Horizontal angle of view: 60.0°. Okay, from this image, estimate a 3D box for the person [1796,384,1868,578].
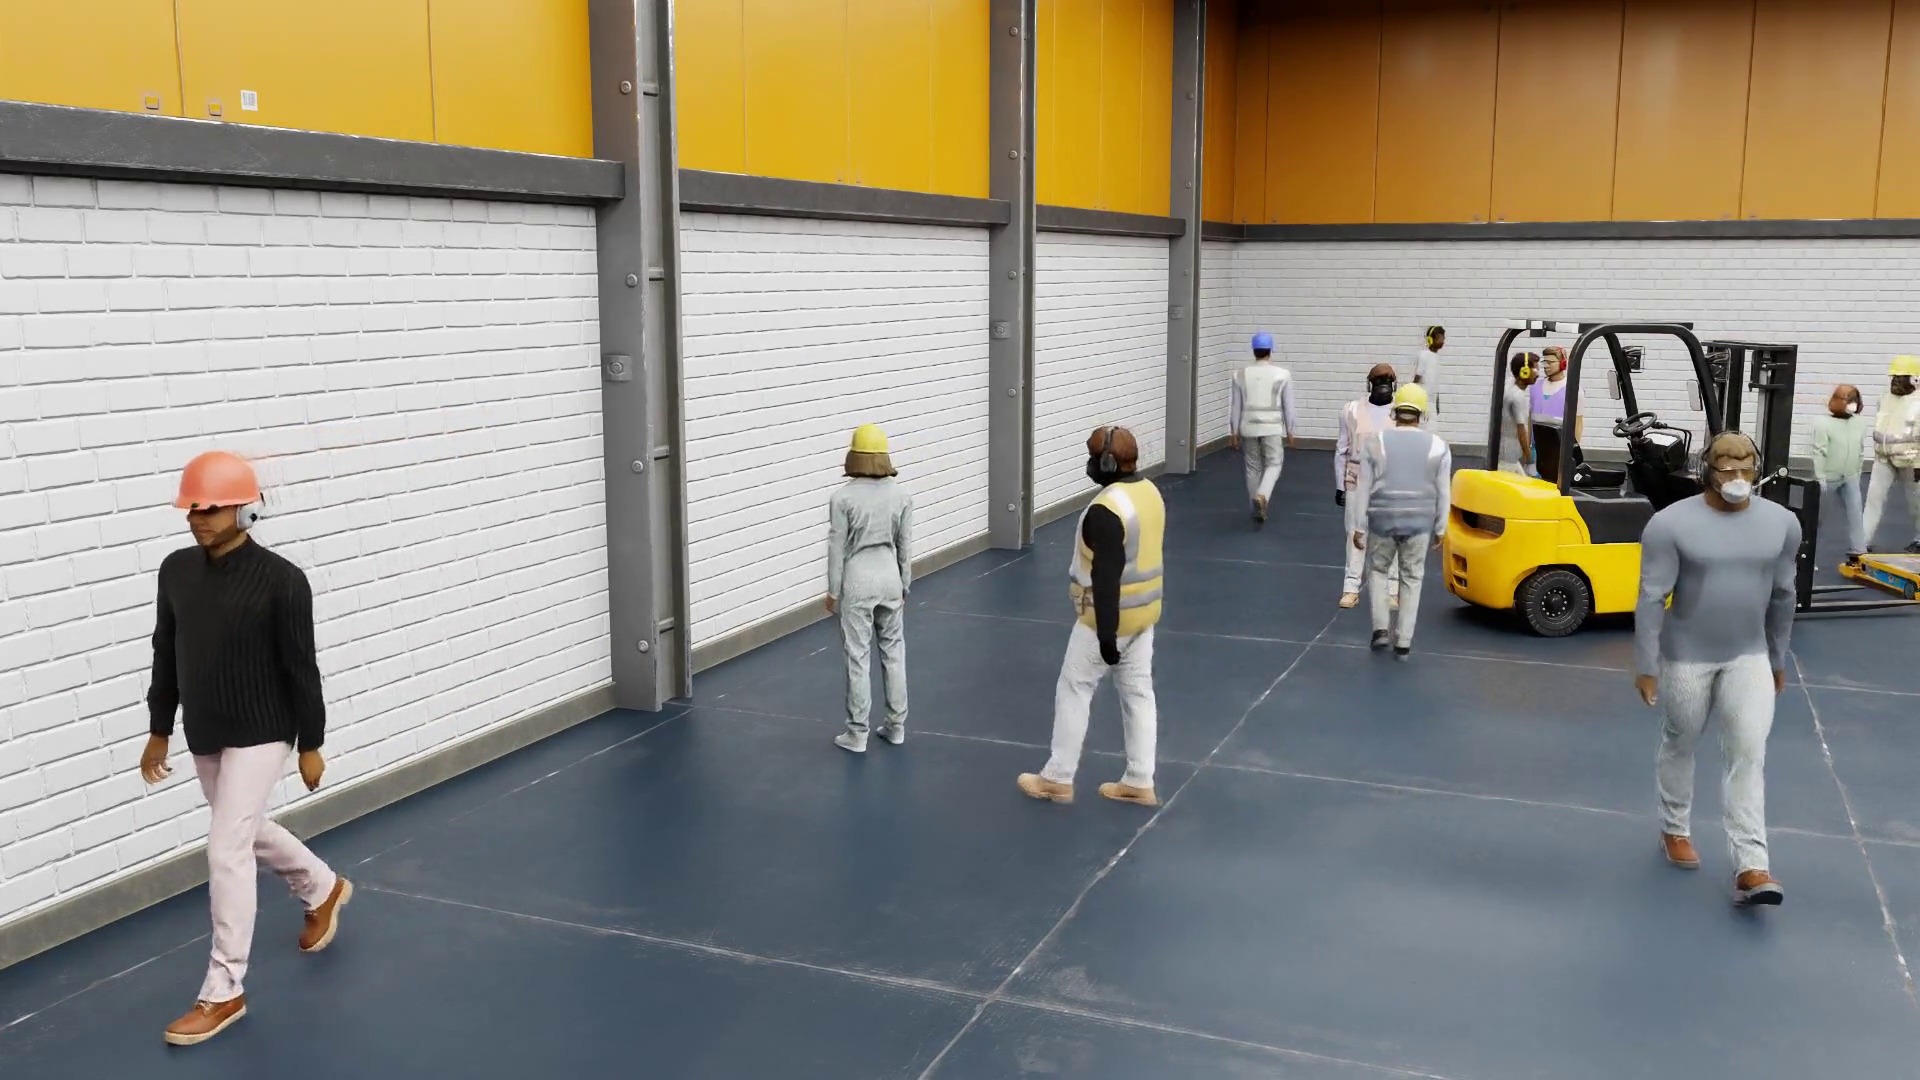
[{"bbox_3d":[7.278,-0.483,13.731,0.508,1.586,0.830,-1,9,-7],"label":"person"}]

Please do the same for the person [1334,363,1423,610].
[{"bbox_3d":[3.108,-0.395,12.429,0.633,1.846,0.429,3,10,18],"label":"person"}]

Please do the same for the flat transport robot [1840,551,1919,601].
[{"bbox_3d":[7.578,0.294,13.010,0.652,0.197,1.431,0,9,1],"label":"flat transport robot"}]

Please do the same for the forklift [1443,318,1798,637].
[{"bbox_3d":[4.706,-0.497,11.990,2.313,2.155,1.214,-2,10,-10],"label":"forklift"}]

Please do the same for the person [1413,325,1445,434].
[{"bbox_3d":[5.678,-1.708,20.380,0.523,1.848,0.555,9,13,44],"label":"person"}]

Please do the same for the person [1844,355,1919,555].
[{"bbox_3d":[8.285,-0.730,14.650,0.924,1.786,0.611,-4,10,-24],"label":"person"}]

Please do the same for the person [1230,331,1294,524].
[{"bbox_3d":[2.963,-1.093,16.395,0.620,1.931,0.725,4,10,22],"label":"person"}]

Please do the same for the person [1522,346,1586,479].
[{"bbox_3d":[5.344,-0.821,15.007,0.386,1.845,0.567,-7,11,-34],"label":"person"}]

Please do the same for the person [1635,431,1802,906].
[{"bbox_3d":[3.089,0.513,6.766,0.661,1.889,0.989,1,9,8],"label":"person"}]

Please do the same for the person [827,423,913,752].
[{"bbox_3d":[-0.481,0.250,8.840,0.483,1.743,0.315,-6,11,-31],"label":"person"}]

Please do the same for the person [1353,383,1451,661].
[{"bbox_3d":[2.879,-0.119,10.852,0.617,1.808,0.470,2,9,9],"label":"person"}]

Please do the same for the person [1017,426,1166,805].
[{"bbox_3d":[0.626,0.360,7.947,0.737,1.820,0.634,6,11,32],"label":"person"}]

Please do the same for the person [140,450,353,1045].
[{"bbox_3d":[-2.481,0.642,5.822,0.613,1.959,0.960,4,10,24],"label":"person"}]

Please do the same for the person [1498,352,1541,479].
[{"bbox_3d":[4.750,-0.656,14.031,0.760,1.841,0.535,3,10,16],"label":"person"}]
